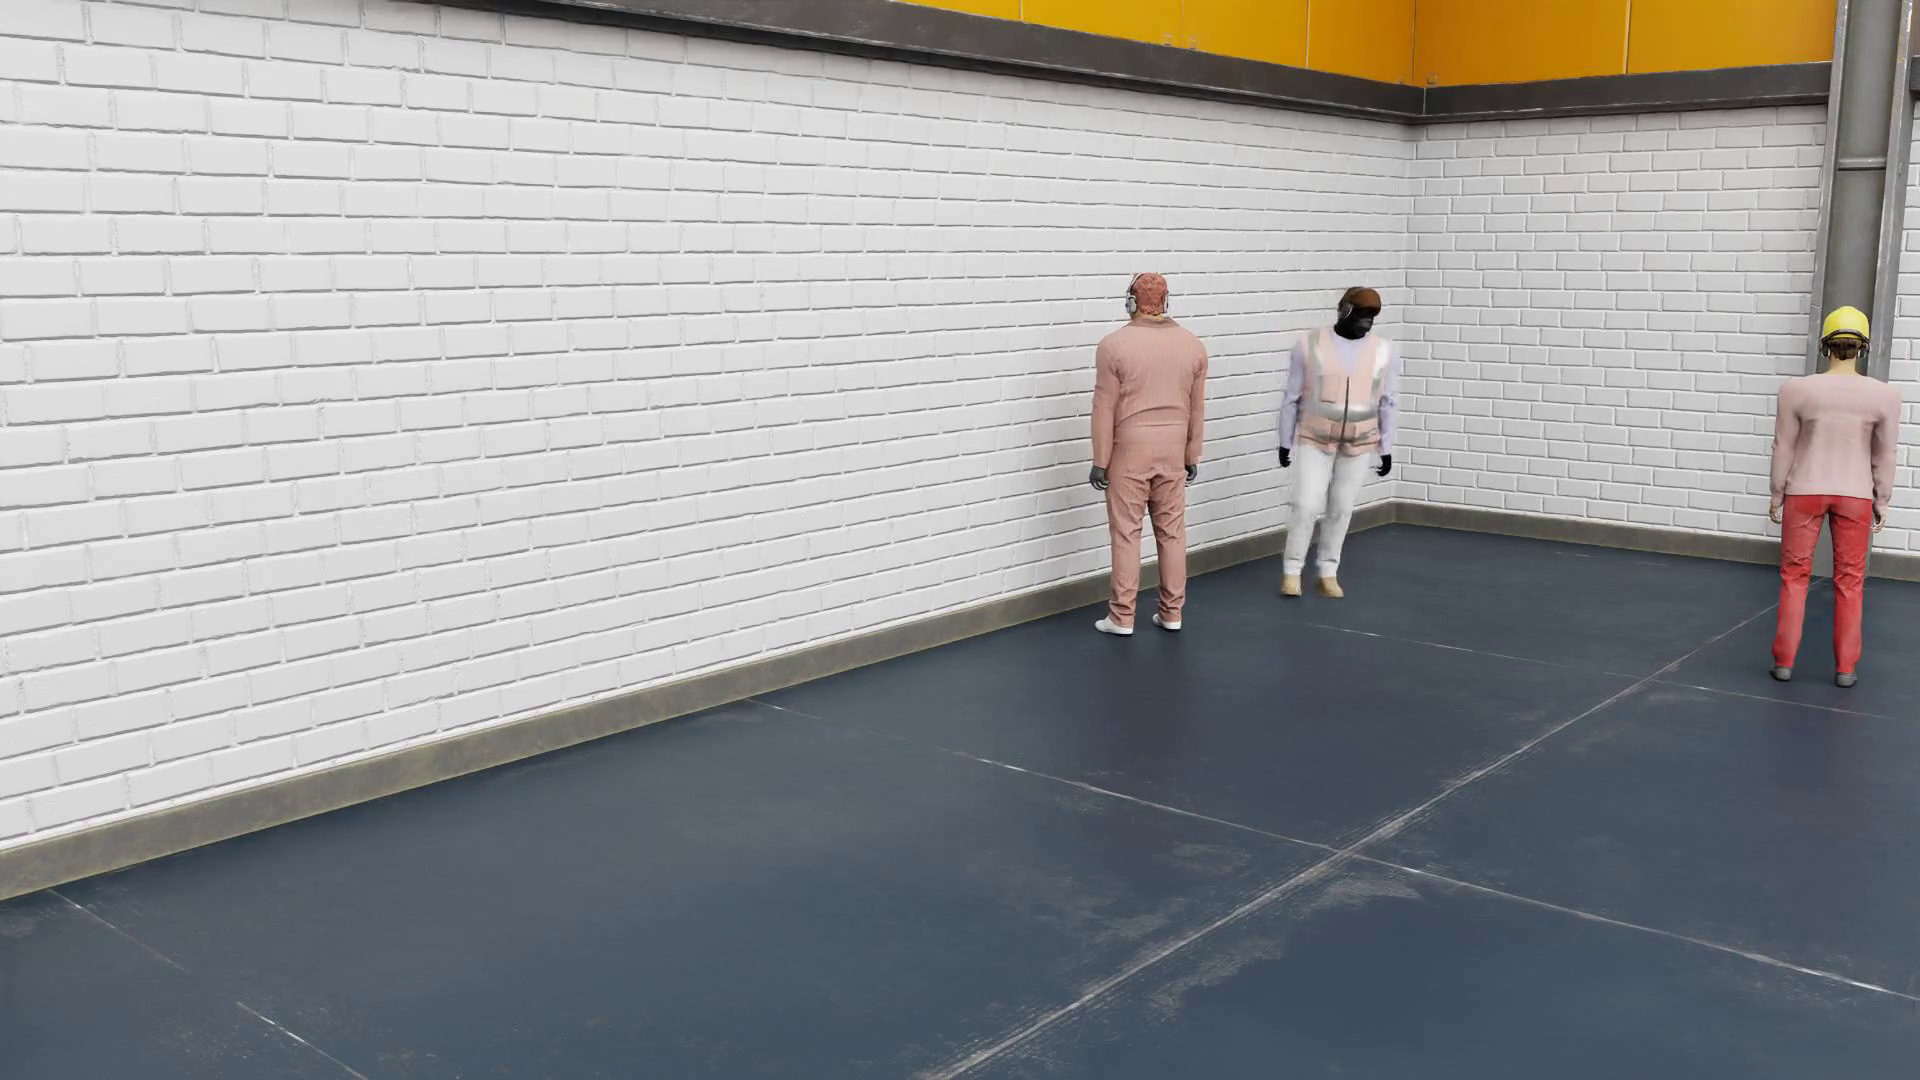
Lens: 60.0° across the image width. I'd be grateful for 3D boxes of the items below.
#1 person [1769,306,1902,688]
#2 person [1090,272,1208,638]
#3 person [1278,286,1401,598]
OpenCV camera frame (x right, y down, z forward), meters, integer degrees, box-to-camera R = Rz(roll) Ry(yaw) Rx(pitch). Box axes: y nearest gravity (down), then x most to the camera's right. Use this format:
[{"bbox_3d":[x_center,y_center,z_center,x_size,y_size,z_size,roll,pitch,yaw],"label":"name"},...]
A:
[{"bbox_3d":[4.033,-0.197,7.715,0.518,1.756,0.346,4,11,21],"label":"person"},{"bbox_3d":[0.968,-0.444,8.720,0.641,1.903,0.402,-4,11,-23],"label":"person"},{"bbox_3d":[2.185,-0.550,9.582,0.670,1.813,0.455,0,10,3],"label":"person"}]
